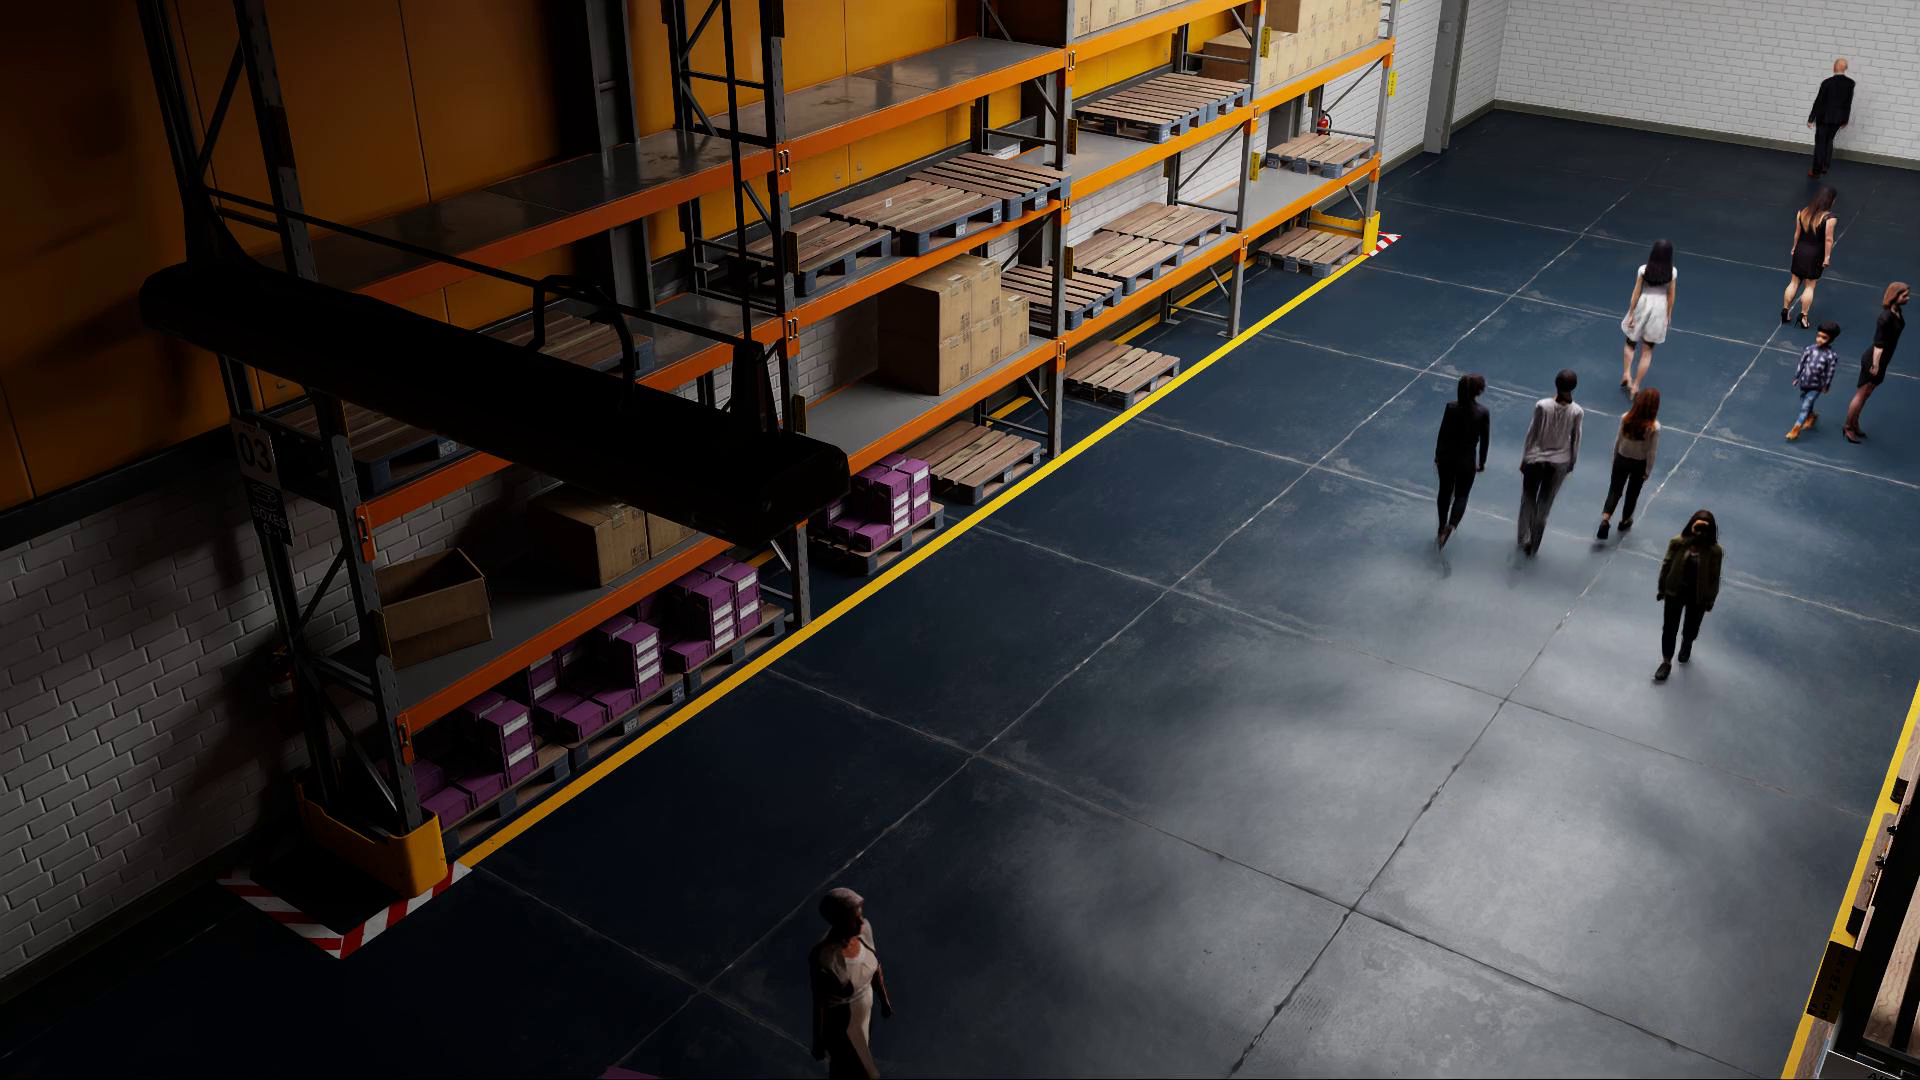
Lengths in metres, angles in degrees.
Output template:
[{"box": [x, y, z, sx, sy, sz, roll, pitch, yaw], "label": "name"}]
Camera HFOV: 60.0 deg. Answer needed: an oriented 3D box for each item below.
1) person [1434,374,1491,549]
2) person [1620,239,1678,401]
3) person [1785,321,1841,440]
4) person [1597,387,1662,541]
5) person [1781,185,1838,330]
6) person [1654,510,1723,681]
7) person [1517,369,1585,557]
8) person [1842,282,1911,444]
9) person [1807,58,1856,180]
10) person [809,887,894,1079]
[{"box": [4.441, -0.650, 14.823, 0.720, 1.691, 0.977, 10, 30, 18], "label": "person"}, {"box": [7.392, -2.330, 17.828, 0.728, 1.762, 0.789, 11, 30, 19], "label": "person"}, {"box": [8.831, -1.660, 17.155, 0.904, 1.231, 0.678, -18, 34, -30], "label": "person"}, {"box": [6.069, -0.678, 15.104, 0.552, 1.471, 0.892, 21, 35, 33], "label": "person"}, {"box": [10.111, -3.371, 19.789, 0.746, 1.712, 0.747, -16, 32, -26], "label": "person"}, {"box": [5.757, 0.399, 13.132, 0.593, 1.469, 0.704, 19, 34, 31], "label": "person"}, {"box": [5.206, -0.649, 14.750, 0.693, 1.759, 0.721, 11, 31, 19], "label": "person"}, {"box": [9.343, -1.826, 16.965, 0.659, 1.704, 0.456, 21, 35, 34], "label": "person"}, {"box": [13.194, -6.346, 25.164, 0.823, 1.789, 0.824, 2, 29, 4], "label": "person"}, {"box": [-0.689, 2.538, 8.930, 0.734, 1.738, 0.658, 16, 32, 26], "label": "person"}]
